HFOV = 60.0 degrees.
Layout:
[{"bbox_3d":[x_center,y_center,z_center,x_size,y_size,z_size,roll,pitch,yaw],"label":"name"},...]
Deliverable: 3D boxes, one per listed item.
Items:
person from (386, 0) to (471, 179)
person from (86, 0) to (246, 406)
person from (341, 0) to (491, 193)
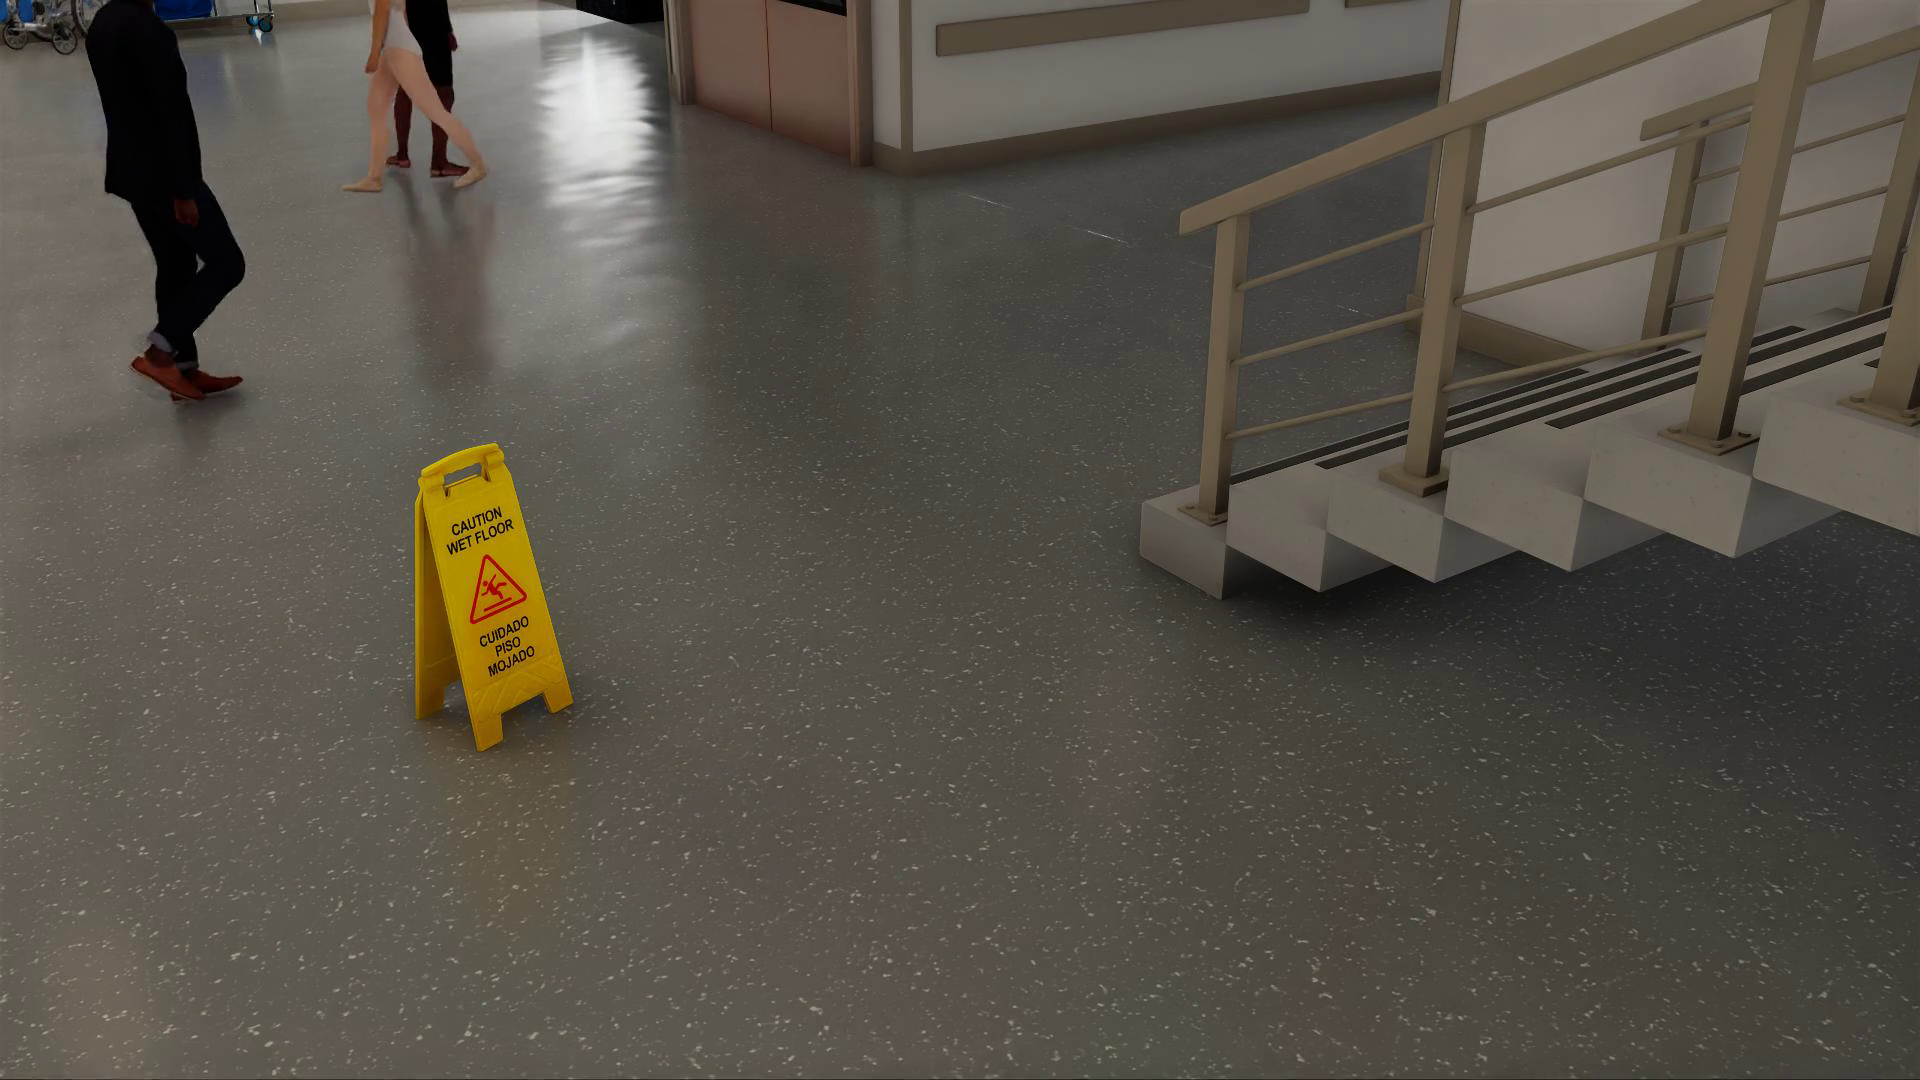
[{"bbox_3d":[-3.321,-3.069,10.080,0.669,1.706,0.925,10,27,20],"label":"person"},{"bbox_3d":[-3.170,-1.364,6.433,0.826,1.803,0.709,-22,33,-38],"label":"person"},{"bbox_3d":[-3.137,-2.778,9.603,0.779,1.597,1.057,-9,27,-18],"label":"person"}]
